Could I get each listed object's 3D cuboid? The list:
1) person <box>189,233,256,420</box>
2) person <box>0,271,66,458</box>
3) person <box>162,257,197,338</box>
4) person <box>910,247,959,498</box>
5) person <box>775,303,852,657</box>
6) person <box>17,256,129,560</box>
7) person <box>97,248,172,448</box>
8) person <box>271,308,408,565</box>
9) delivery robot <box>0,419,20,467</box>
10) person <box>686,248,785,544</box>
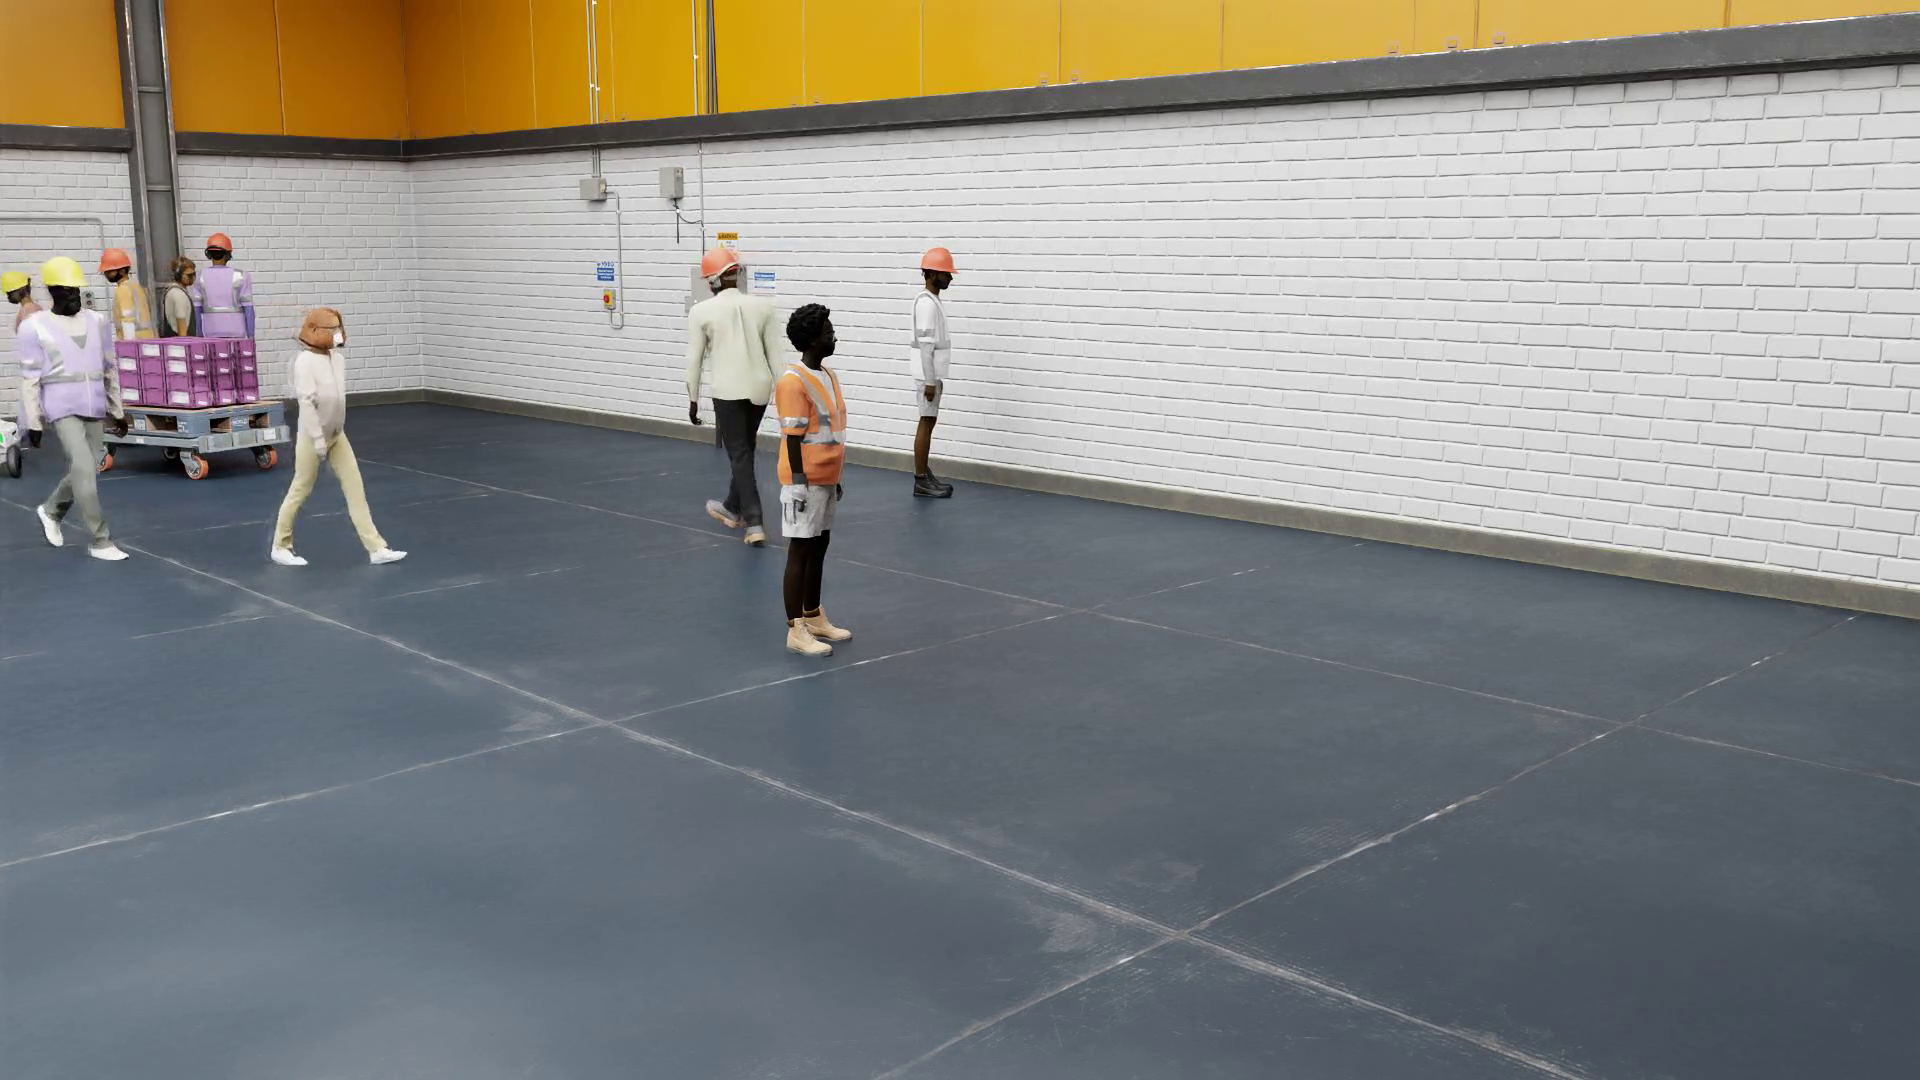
[{"bbox_3d":[-7.590,-2.133,17.170,0.609,2.044,0.397,-3,11,-14],"label":"person"},{"bbox_3d":[-8.326,-1.559,14.973,0.904,1.696,0.535,-2,11,-12],"label":"person"},{"bbox_3d":[-7.729,-1.873,16.381,0.751,1.818,0.518,-6,12,-31],"label":"person"},{"bbox_3d":[-0.194,-1.289,12.885,0.383,1.929,0.541,0,10,1],"label":"person"},{"bbox_3d":[-0.711,-0.296,8.088,0.317,1.700,0.538,3,11,16],"label":"person"},{"bbox_3d":[-5.621,-0.832,10.481,0.875,1.901,0.591,5,12,26],"label":"person"},{"bbox_3d":[-7.793,-1.804,15.734,0.765,1.889,0.623,-1,10,-4],"label":"person"},{"bbox_3d":[-3.871,-0.620,10.155,0.863,1.587,0.537,2,11,12],"label":"person"},{"bbox_3d":[-8.171,-0.854,14.001,0.477,0.478,0.707,-4,11,-20],"label":"delivery robot"},{"bbox_3d":[-1.494,-0.970,11.105,0.647,1.927,1.044,-6,12,-32],"label":"person"}]
